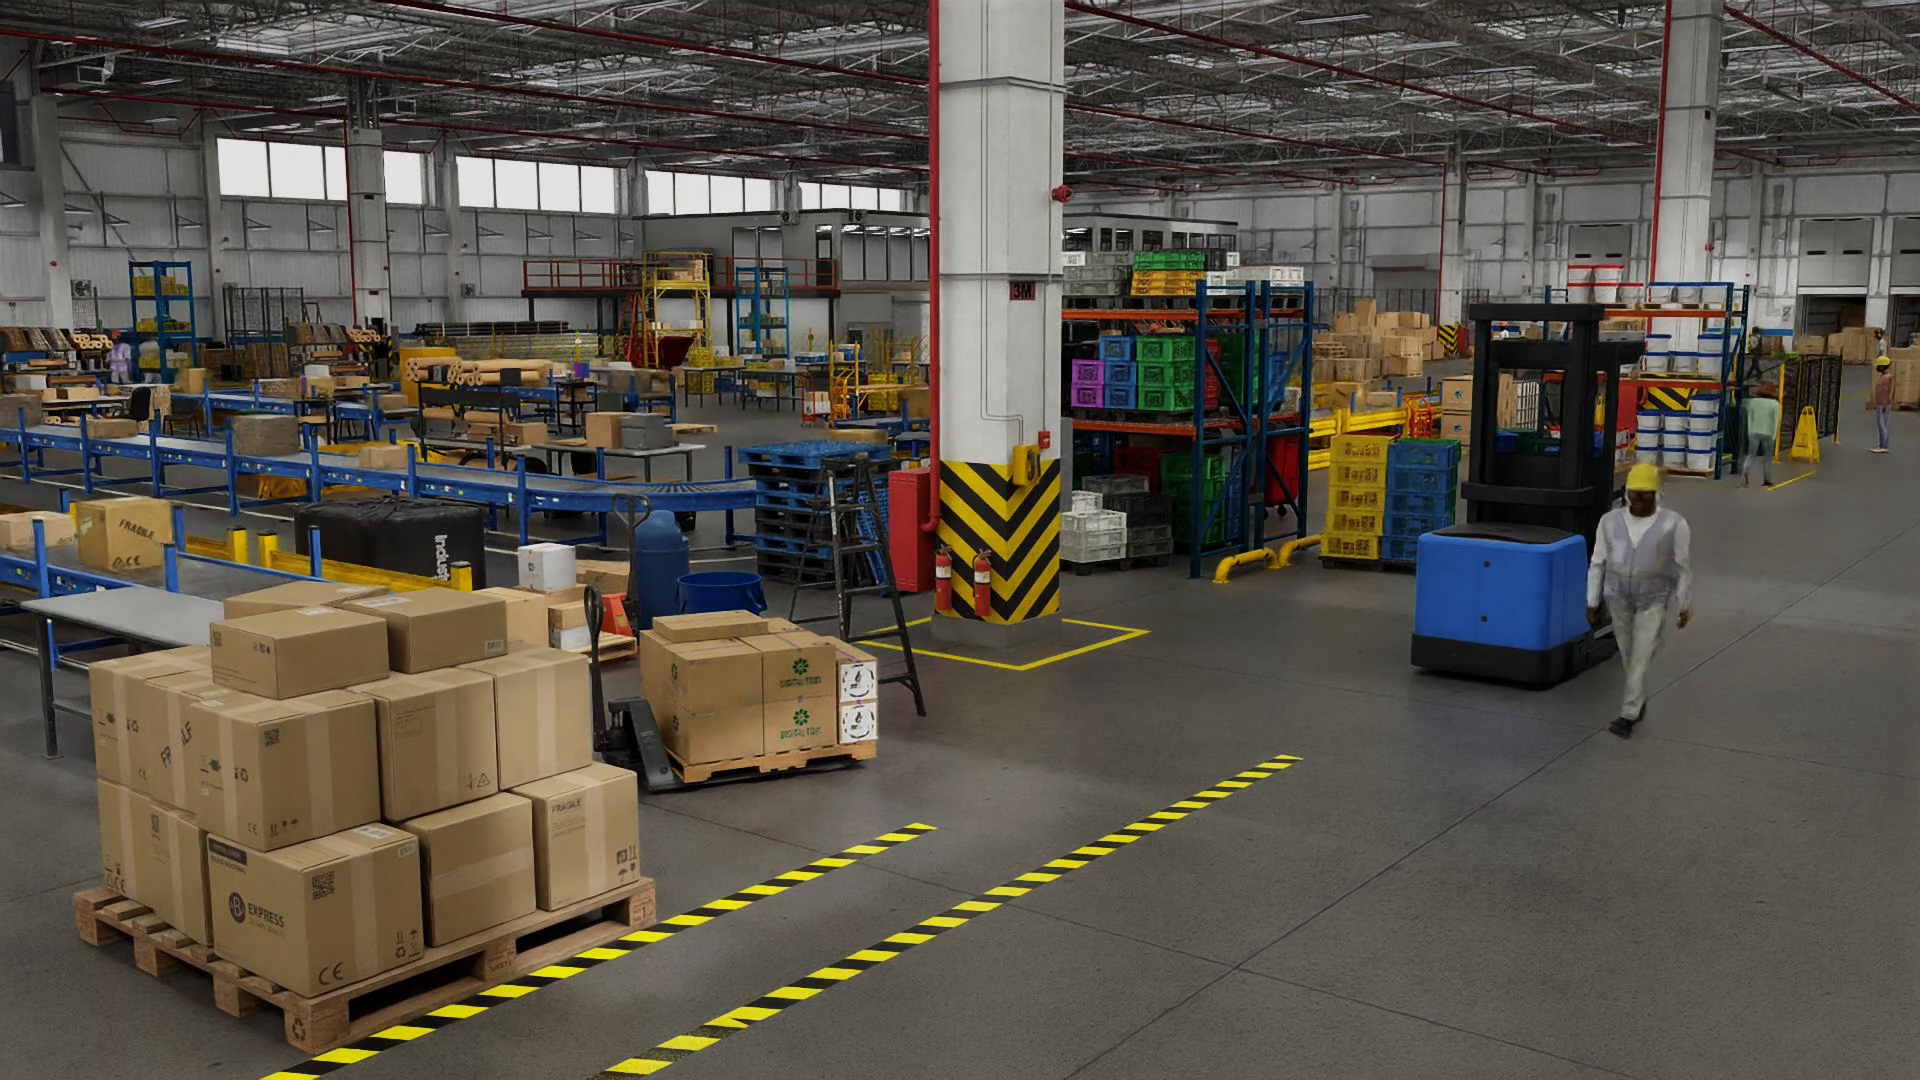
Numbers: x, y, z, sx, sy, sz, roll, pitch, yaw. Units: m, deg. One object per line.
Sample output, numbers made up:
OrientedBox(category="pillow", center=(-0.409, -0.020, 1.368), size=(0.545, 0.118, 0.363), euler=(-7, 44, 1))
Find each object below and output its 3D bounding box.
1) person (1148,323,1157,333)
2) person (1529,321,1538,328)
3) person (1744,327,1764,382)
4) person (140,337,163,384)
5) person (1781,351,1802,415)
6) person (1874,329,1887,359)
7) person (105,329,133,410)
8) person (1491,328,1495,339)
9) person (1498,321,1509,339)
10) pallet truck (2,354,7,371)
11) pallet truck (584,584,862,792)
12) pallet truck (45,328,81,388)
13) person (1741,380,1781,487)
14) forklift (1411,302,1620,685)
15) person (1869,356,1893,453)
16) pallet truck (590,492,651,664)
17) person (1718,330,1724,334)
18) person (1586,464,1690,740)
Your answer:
OrientedBox(category="person", center=(6.264, -6.058, 53.904), size=(0.373, 1.934, 0.551), euler=(0, 8, 1))
OrientedBox(category="person", center=(26.296, -9.320, 76.220), size=(0.429, 1.840, 0.630), euler=(1, 8, 5))
OrientedBox(category="person", center=(26.025, -6.098, 54.608), size=(0.542, 1.800, 0.955), euler=(-4, 9, -24))
OrientedBox(category="person", center=(-21.974, -4.738, 45.248), size=(0.631, 1.868, 0.951), euler=(0, 8, 0))
OrientedBox(category="person", center=(16.855, -2.978, 33.805), size=(0.522, 1.734, 0.800), euler=(-3, 9, -19))
OrientedBox(category="person", center=(26.847, -5.220, 48.556), size=(0.391, 1.850, 0.538), euler=(4, 9, 27))
OrientedBox(category="person", center=(-20.963, -4.257, 41.478), size=(0.619, 2.021, 0.689), euler=(-2, 9, -14))
OrientedBox(category="person", center=(13.784, -4.545, 43.511), size=(0.390, 1.991, 0.625), euler=(1, 9, 9))
OrientedBox(category="person", center=(18.915, -6.660, 57.994), size=(0.376, 1.928, 0.542), euler=(5, 10, 31))
OrientedBox(category="pallet truck", center=(-24.881, -4.417, 42.634), size=(1.885, 1.965, 0.823), euler=(8, 11, 41))
OrientedBox(category="pallet truck", center=(-1.426, 0.805, 10.019), size=(1.601, 1.201, 0.680), euler=(-4, 9, -26))
OrientedBox(category="pallet truck", center=(-23.775, -4.544, 43.495), size=(1.885, 1.965, 0.823), euler=(6, 10, 35))
OrientedBox(category="person", center=(11.919, -1.573, 24.770), size=(0.728, 1.612, 0.499), euler=(-7, 11, -41))
OrientedBox(category="forklift", center=(4.379, -0.438, 12.852), size=(1.129, 2.768, 1.873), euler=(7, 11, 37))
OrientedBox(category="person", center=(16.773, -2.462, 30.272), size=(0.339, 1.757, 0.518), euler=(2, 9, 13))
OrientedBox(category="pallet truck", center=(-3.115, 0.344, 12.883), size=(0.653, 1.274, 1.630), euler=(7, 11, 37))
OrientedBox(category="person", center=(25.073, -6.084, 54.874), size=(0.492, 1.701, 0.880), euler=(-1, 8, -5))
OrientedBox(category="person", center=(4.447, 0.386, 10.965), size=(0.614, 1.782, 0.952), euler=(7, 11, 38))
